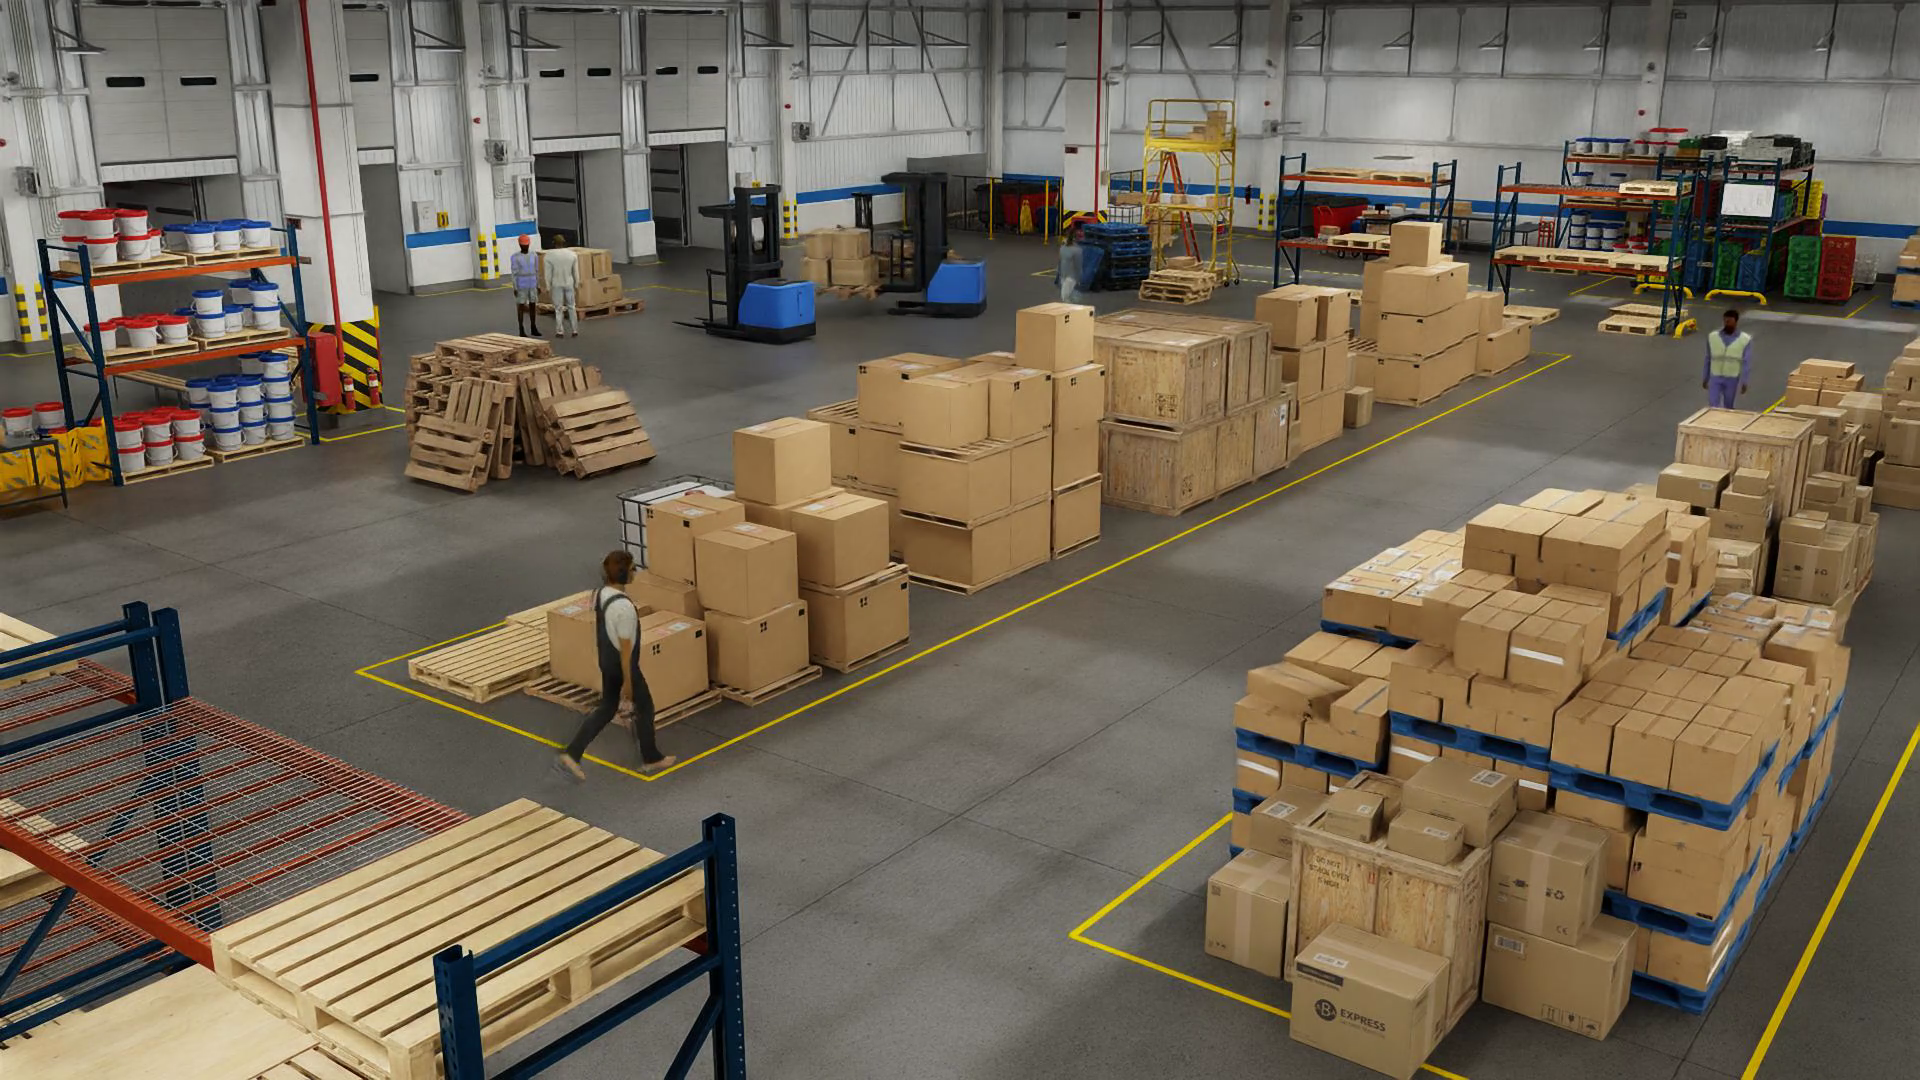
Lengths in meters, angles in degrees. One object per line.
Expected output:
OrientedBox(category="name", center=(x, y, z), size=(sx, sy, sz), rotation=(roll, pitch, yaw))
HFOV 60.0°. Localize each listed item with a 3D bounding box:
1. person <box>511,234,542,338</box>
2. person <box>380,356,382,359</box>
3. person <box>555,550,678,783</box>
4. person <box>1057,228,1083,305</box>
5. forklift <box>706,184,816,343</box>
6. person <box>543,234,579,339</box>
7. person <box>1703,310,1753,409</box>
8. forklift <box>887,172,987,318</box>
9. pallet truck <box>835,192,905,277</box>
OrientedBox(category="person", center=(-8.107, -4.765, 31.162), size=(0.551, 1.933, 0.369), rotation=(-13, 21, -38))
OrientedBox(category="person", center=(-10.414, -4.014, 28.785), size=(0.532, 1.869, 0.606), rotation=(-13, 21, -37))
OrientedBox(category="person", center=(-2.608, 0.958, 12.434), size=(0.888, 1.816, 0.514), rotation=(-12, 21, -35))
OrientedBox(category="person", center=(2.186, -5.093, 32.284), size=(0.740, 1.917, 0.634), rotation=(-9, 19, -29))
OrientedBox(category="forklift", center=(-3.717, -5.181, 30.929), size=(1.873, 2.768, 1.129), rotation=(12, 21, 35))
OrientedBox(category="person", center=(-7.416, -4.721, 31.014), size=(0.629, 1.936, 0.372), rotation=(-7, 18, -22))
OrientedBox(category="person", center=(10.575, -2.256, 22.980), size=(0.599, 1.875, 1.023), rotation=(10, 20, 30))
OrientedBox(category="forklift", center=(-0.447, -5.970, 33.542), size=(1.873, 2.768, 1.129), rotation=(3, 17, 10))
OrientedBox(category="pallet truck", center=(-1.936, -7.159, 38.982), size=(1.885, 1.965, 0.823), rotation=(-12, 21, -34))
